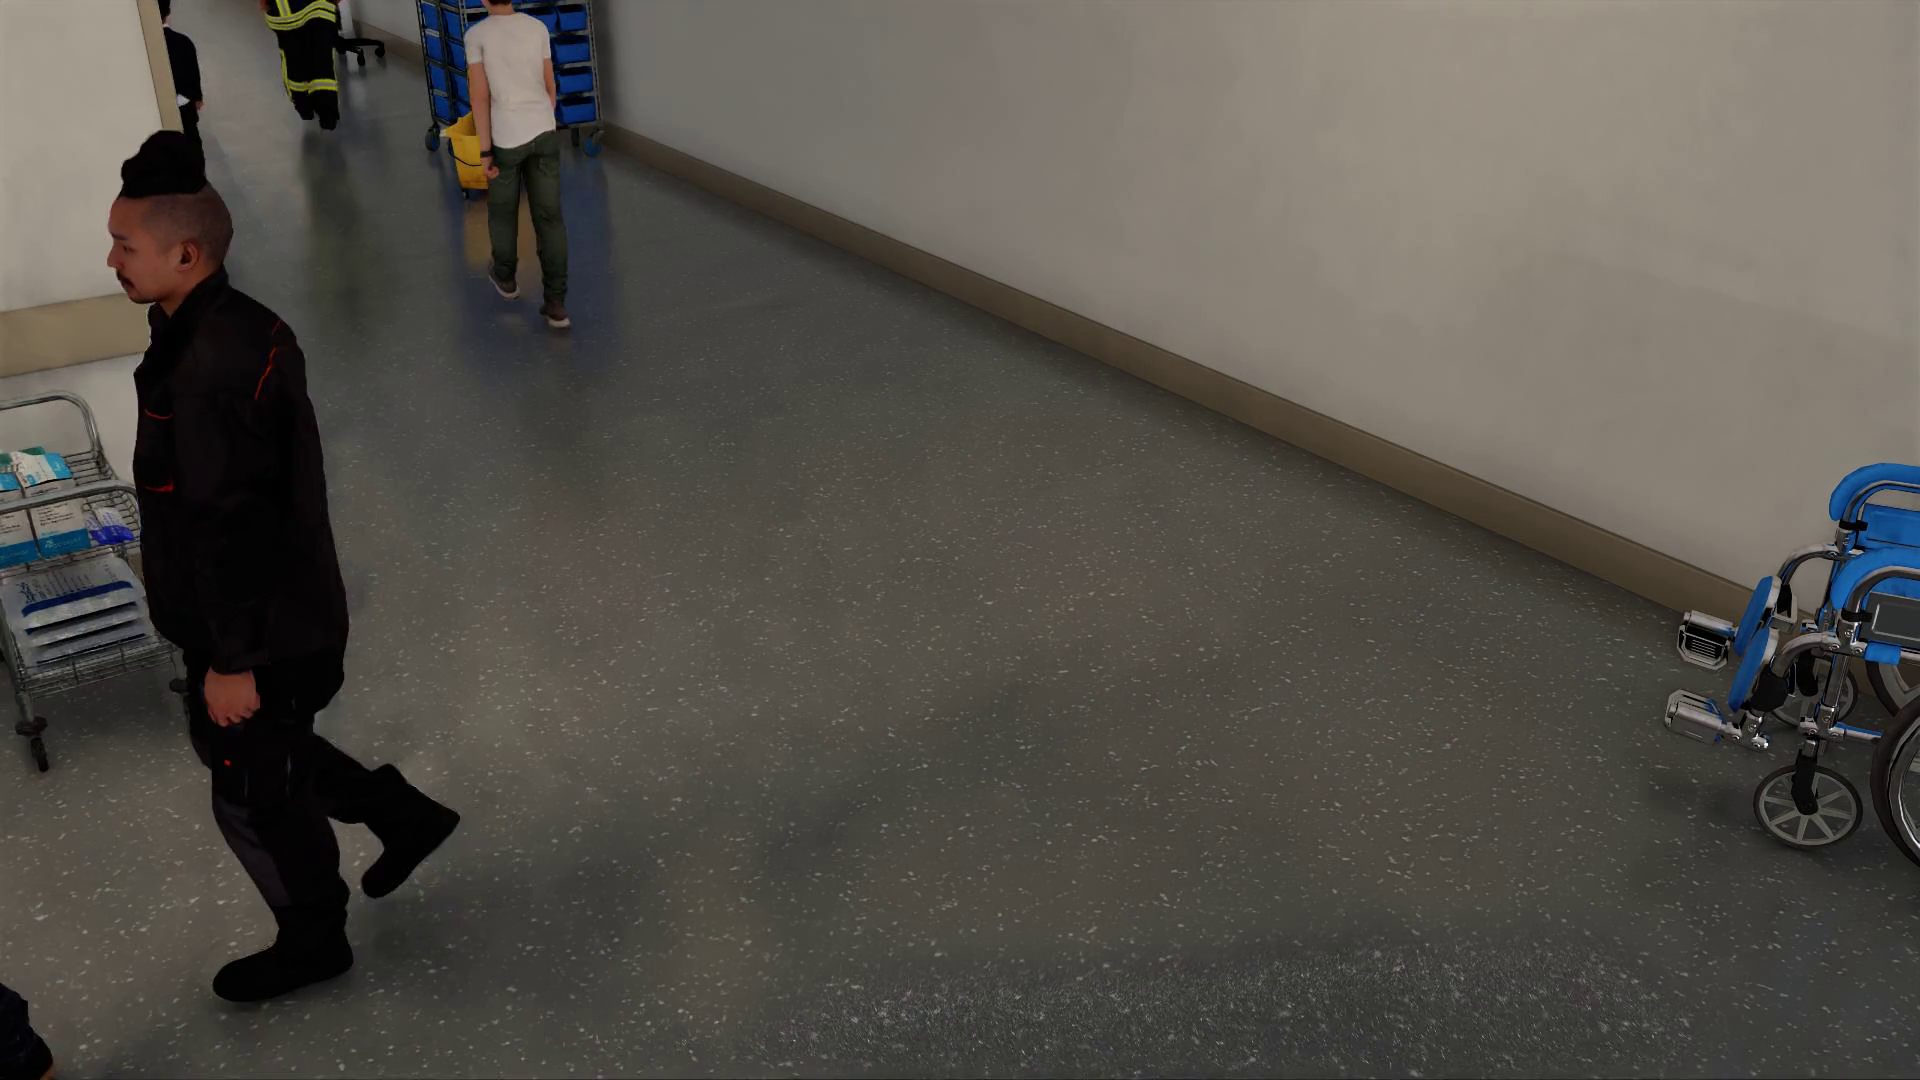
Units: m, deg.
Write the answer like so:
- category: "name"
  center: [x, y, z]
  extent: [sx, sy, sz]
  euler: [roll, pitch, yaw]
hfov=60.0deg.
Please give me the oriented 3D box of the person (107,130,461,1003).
- category: "person"
  center: [-1.354, 0.105, 3.385]
  extent: [0.878, 1.853, 0.847]
  euler: [-10, 28, -21]

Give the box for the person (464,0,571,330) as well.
- category: "person"
  center: [-1.950, -1.753, 7.513]
  extent: [1.011, 1.614, 0.723]
  euler: [-12, 28, -24]

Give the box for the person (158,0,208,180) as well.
- category: "person"
  center: [-4.593, -2.614, 9.712]
  extent: [0.481, 1.215, 0.573]
  euler: [-20, 32, -35]

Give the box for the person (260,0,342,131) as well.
- category: "person"
  center: [-4.451, -3.686, 11.218]
  extent: [1.207, 1.878, 0.982]
  euler: [-12, 28, -24]
